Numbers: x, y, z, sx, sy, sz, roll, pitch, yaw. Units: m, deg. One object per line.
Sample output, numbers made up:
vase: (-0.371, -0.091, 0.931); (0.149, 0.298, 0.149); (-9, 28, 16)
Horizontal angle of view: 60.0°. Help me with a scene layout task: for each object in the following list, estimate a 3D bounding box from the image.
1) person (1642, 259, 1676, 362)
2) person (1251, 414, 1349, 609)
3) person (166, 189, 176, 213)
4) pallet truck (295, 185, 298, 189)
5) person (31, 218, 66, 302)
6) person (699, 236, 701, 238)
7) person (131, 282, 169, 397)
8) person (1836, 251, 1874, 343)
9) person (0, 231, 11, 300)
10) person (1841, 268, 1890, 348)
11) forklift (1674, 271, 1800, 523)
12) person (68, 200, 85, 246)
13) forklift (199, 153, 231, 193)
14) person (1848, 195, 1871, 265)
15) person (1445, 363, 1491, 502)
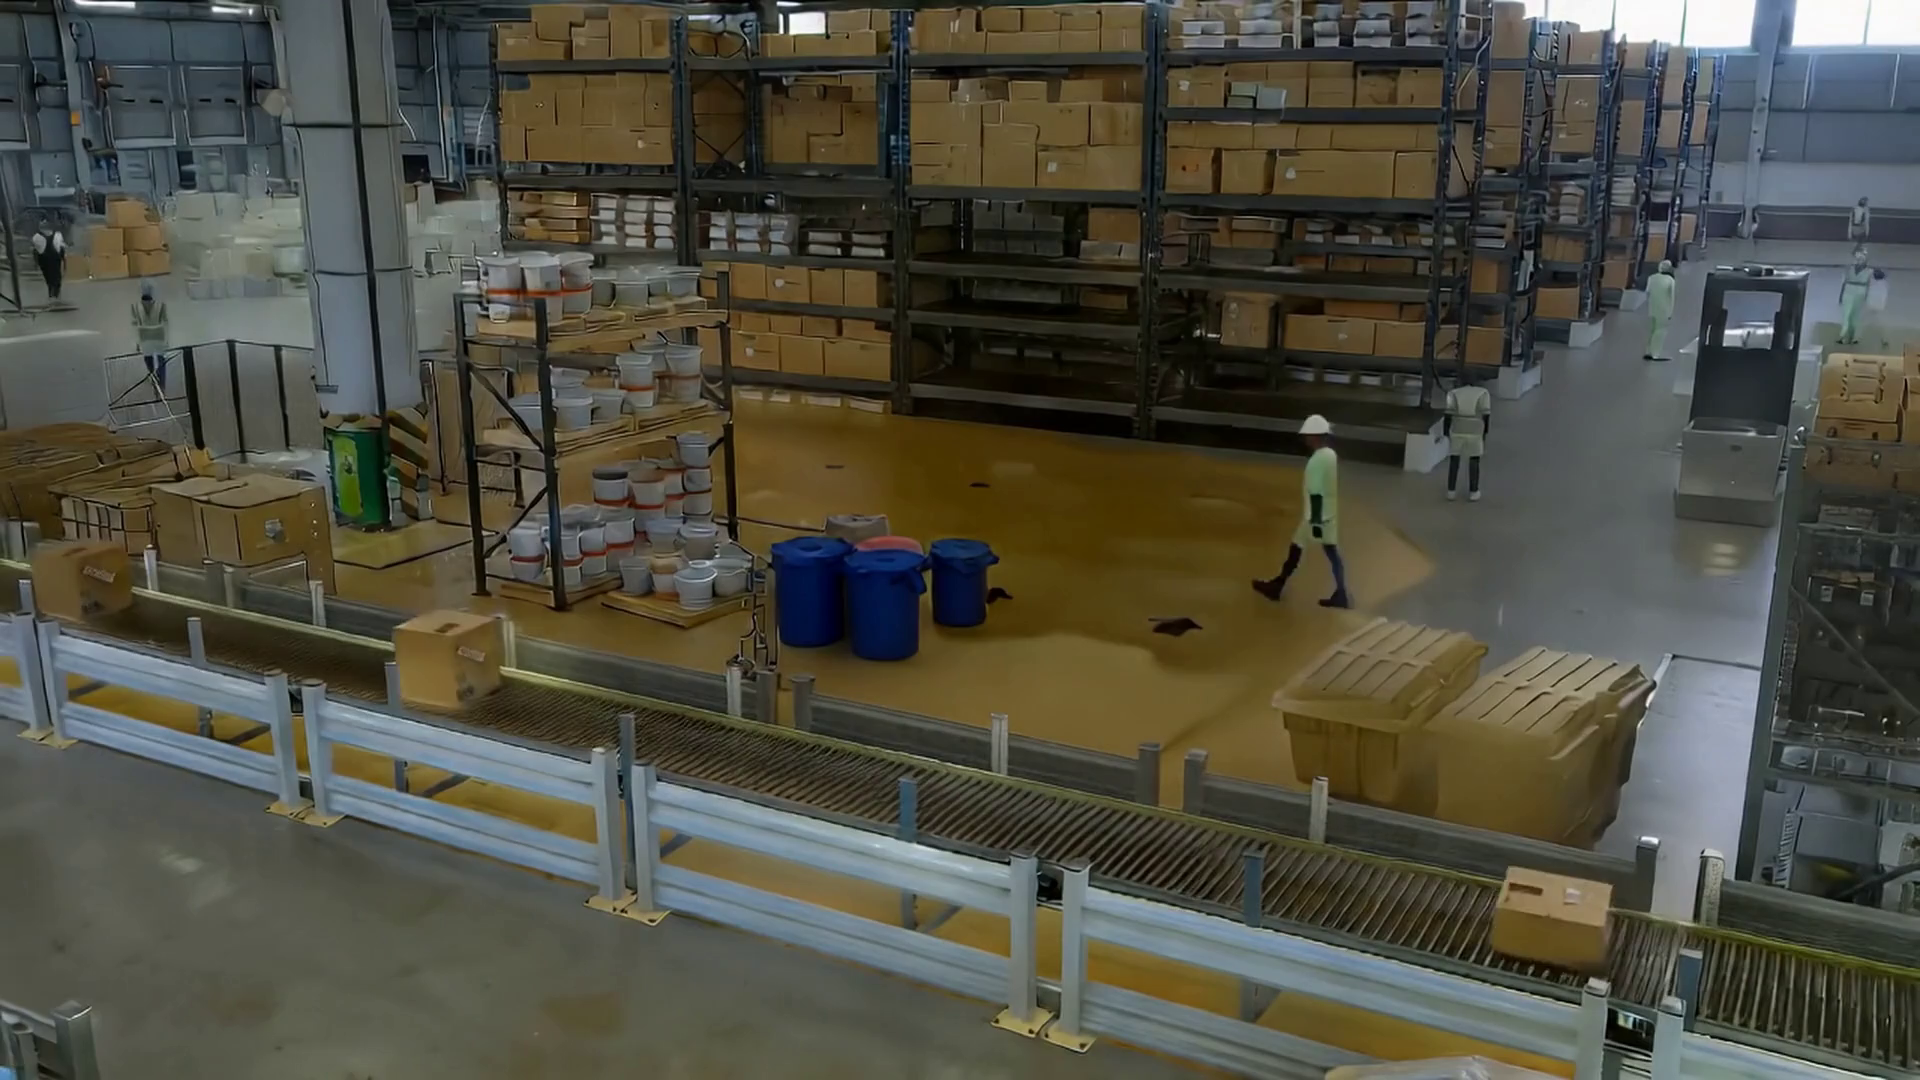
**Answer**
person: (13.123, -4.294, 31.131); (0.398, 1.899, 0.647); (-6, 16, -22)
person: (3.361, -0.284, 16.068); (0.975, 1.887, 0.550); (10, 18, 33)
person: (-27.637, -11.482, 58.529); (0.322, 1.697, 0.535); (11, 18, 35)
pallet truck: (-26.804, -14.617, 69.738); (1.885, 1.965, 0.823); (-14, 20, -42)
person: (-22.196, -6.842, 40.429); (1.000, 2.000, 0.696); (12, 19, 39)
person: (-7.596, -9.156, 49.917); (0.534, 1.623, 0.370); (5, 16, 18)
person: (-13.318, -3.297, 27.410); (0.556, 1.874, 1.013); (-7, 17, -25)
person: (18.044, -4.905, 33.519); (0.570, 1.844, 0.379); (11, 18, 34)
person: (-23.528, -6.856, 40.677); (0.372, 1.940, 0.632); (-3, 15, -10)
person: (17.978, -4.554, 32.704); (0.877, 1.583, 0.500); (-1, 15, -4)
forklift: (9.269, -1.763, 19.726); (1.129, 2.768, 1.873); (8, 17, 27)
person: (-26.302, -9.179, 49.536); (0.598, 1.868, 1.029); (10, 18, 32)
forklift: (-27.440, -12.865, 61.464); (1.873, 2.768, 1.129); (8, 17, 28)
person: (26.642, -9.156, 49.162); (0.793, 2.016, 0.643); (-9, 17, -30)
person: (6.186, -1.310, 20.291); (0.542, 1.695, 0.316); (7, 16, 25)
